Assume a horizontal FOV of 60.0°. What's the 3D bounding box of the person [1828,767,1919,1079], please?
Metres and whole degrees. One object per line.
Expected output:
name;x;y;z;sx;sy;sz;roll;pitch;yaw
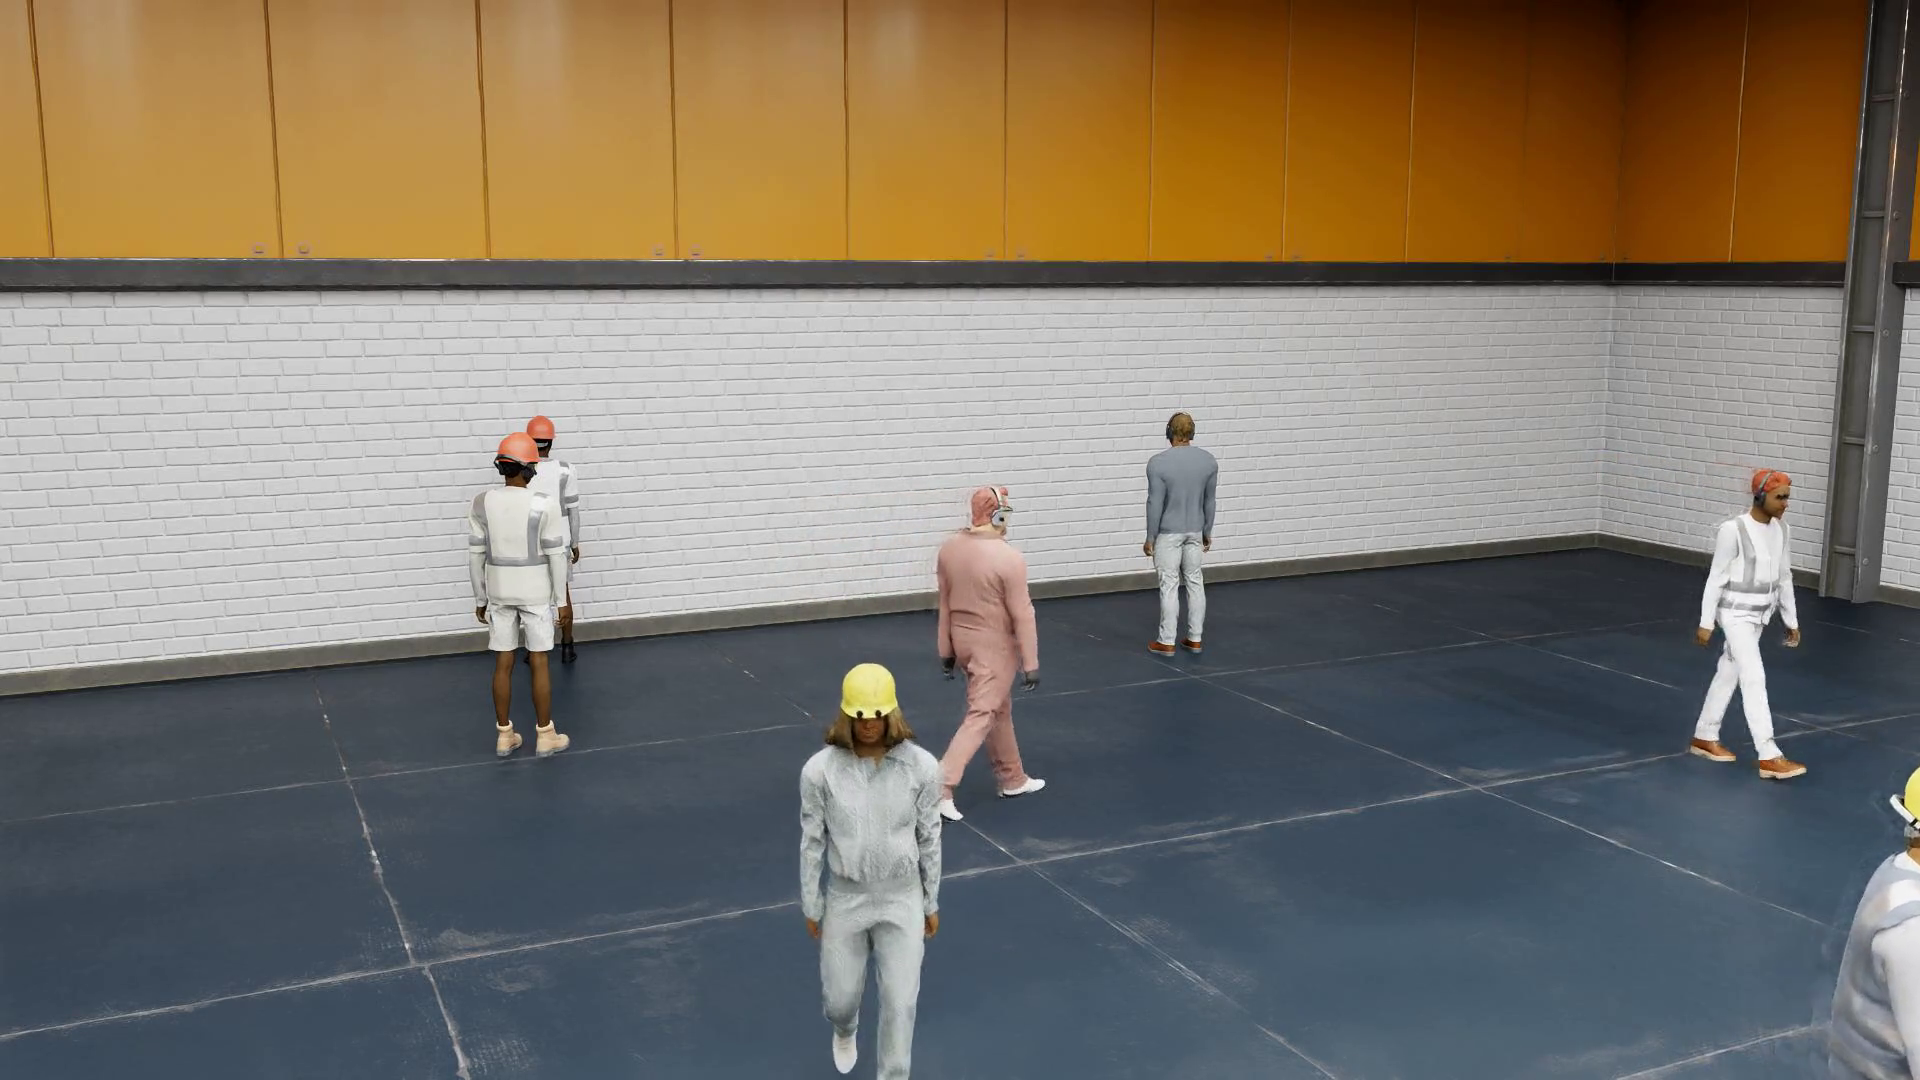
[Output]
person;2.516;1.437;4.443;0.935;1.792;0.582;7;11;36

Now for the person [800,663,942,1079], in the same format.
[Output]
person;-0.314;1.240;5.867;0.492;1.727;0.623;-1;9;-6

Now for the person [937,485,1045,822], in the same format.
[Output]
person;0.135;0.618;9.295;0.978;1.864;0.657;-7;12;-38

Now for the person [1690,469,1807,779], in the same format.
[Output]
person;4.863;0.502;10.039;0.595;1.843;0.921;-6;11;-31

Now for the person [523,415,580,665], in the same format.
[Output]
person;-3.211;0.007;12.846;0.545;1.938;0.359;-3;10;-19

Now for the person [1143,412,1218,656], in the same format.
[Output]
person;1.735;-0.048;13.181;0.636;1.939;0.362;-4;10;-25

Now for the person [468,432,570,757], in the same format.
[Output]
person;-2.747;0.343;10.435;0.616;2.041;0.379;1;9;8
